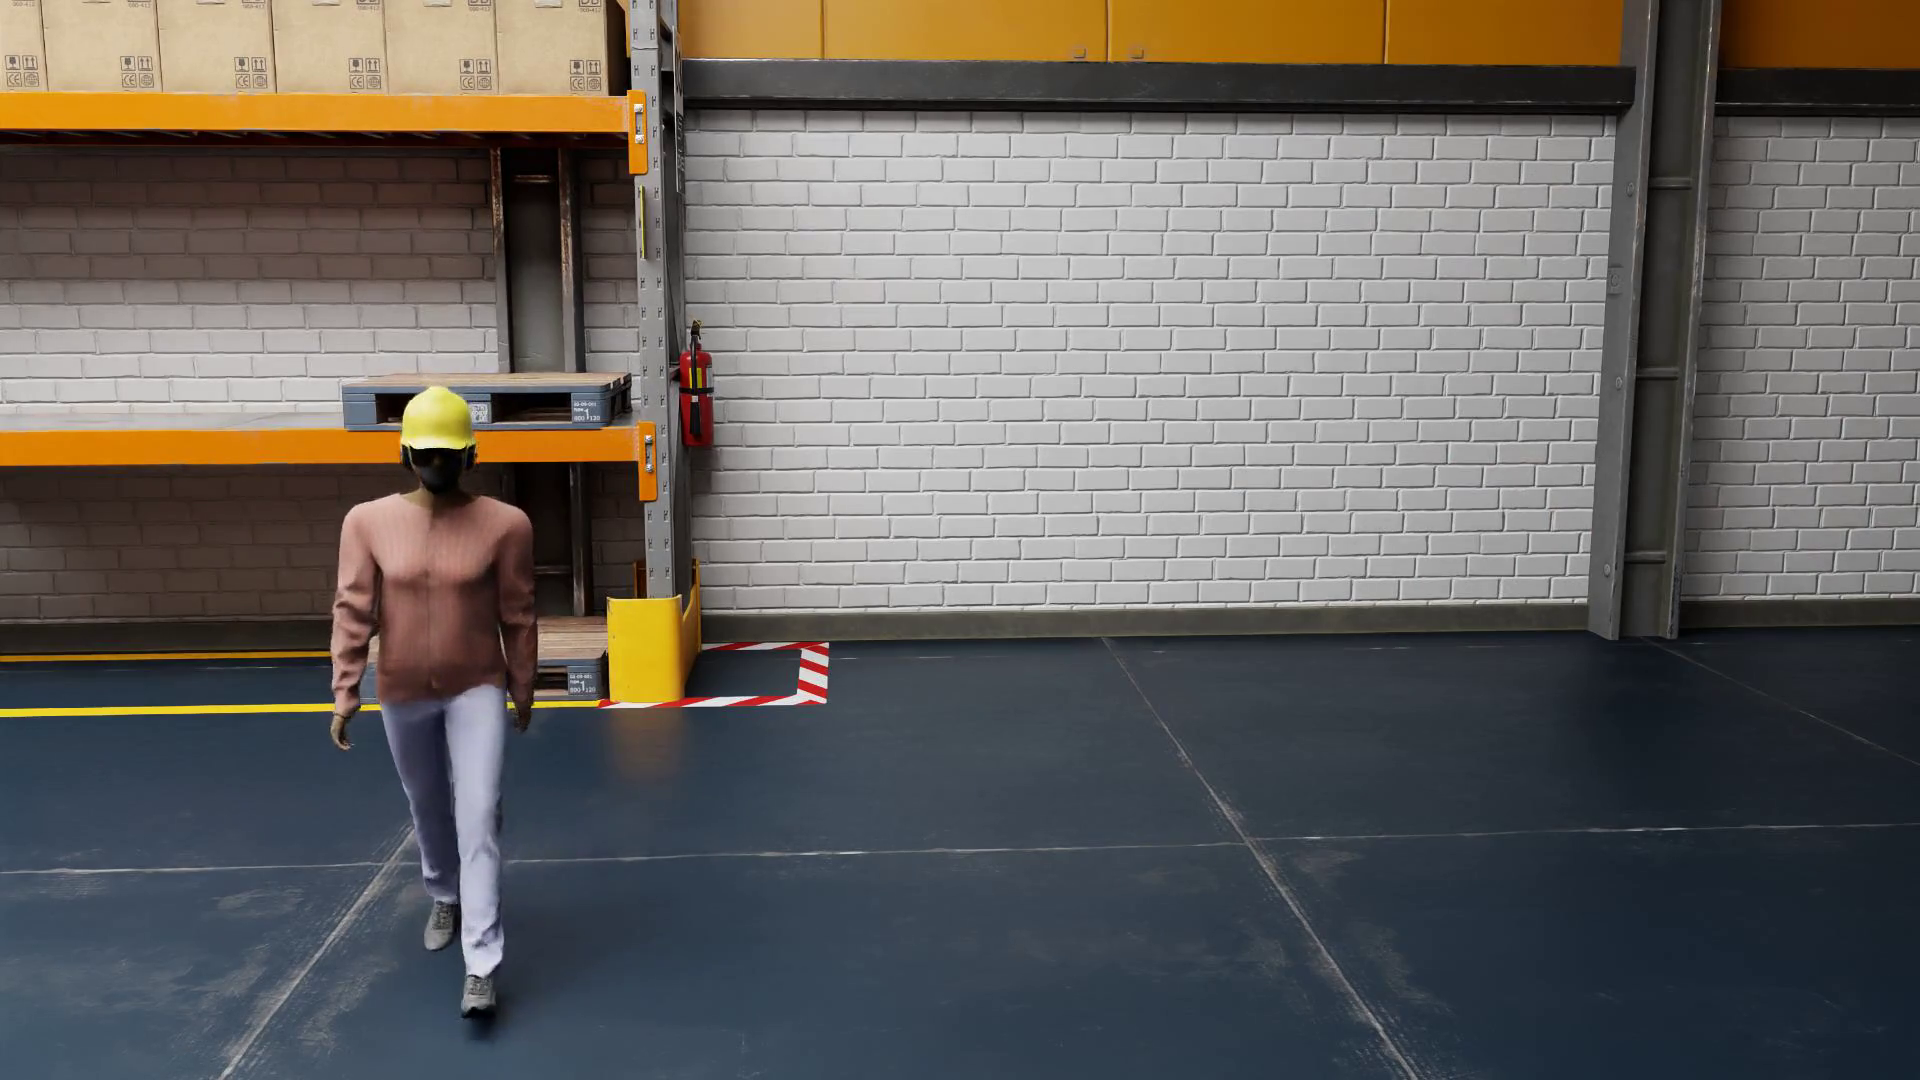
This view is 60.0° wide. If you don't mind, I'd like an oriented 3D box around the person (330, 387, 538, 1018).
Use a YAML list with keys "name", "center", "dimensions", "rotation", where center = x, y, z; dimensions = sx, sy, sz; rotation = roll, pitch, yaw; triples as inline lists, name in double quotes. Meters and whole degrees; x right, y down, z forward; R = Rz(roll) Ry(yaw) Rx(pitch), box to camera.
- name: "person"
  center: [-1.469, 0.428, 4.701]
  dimensions: [0.539, 1.718, 0.925]
  rotation: [-1, 9, -9]
